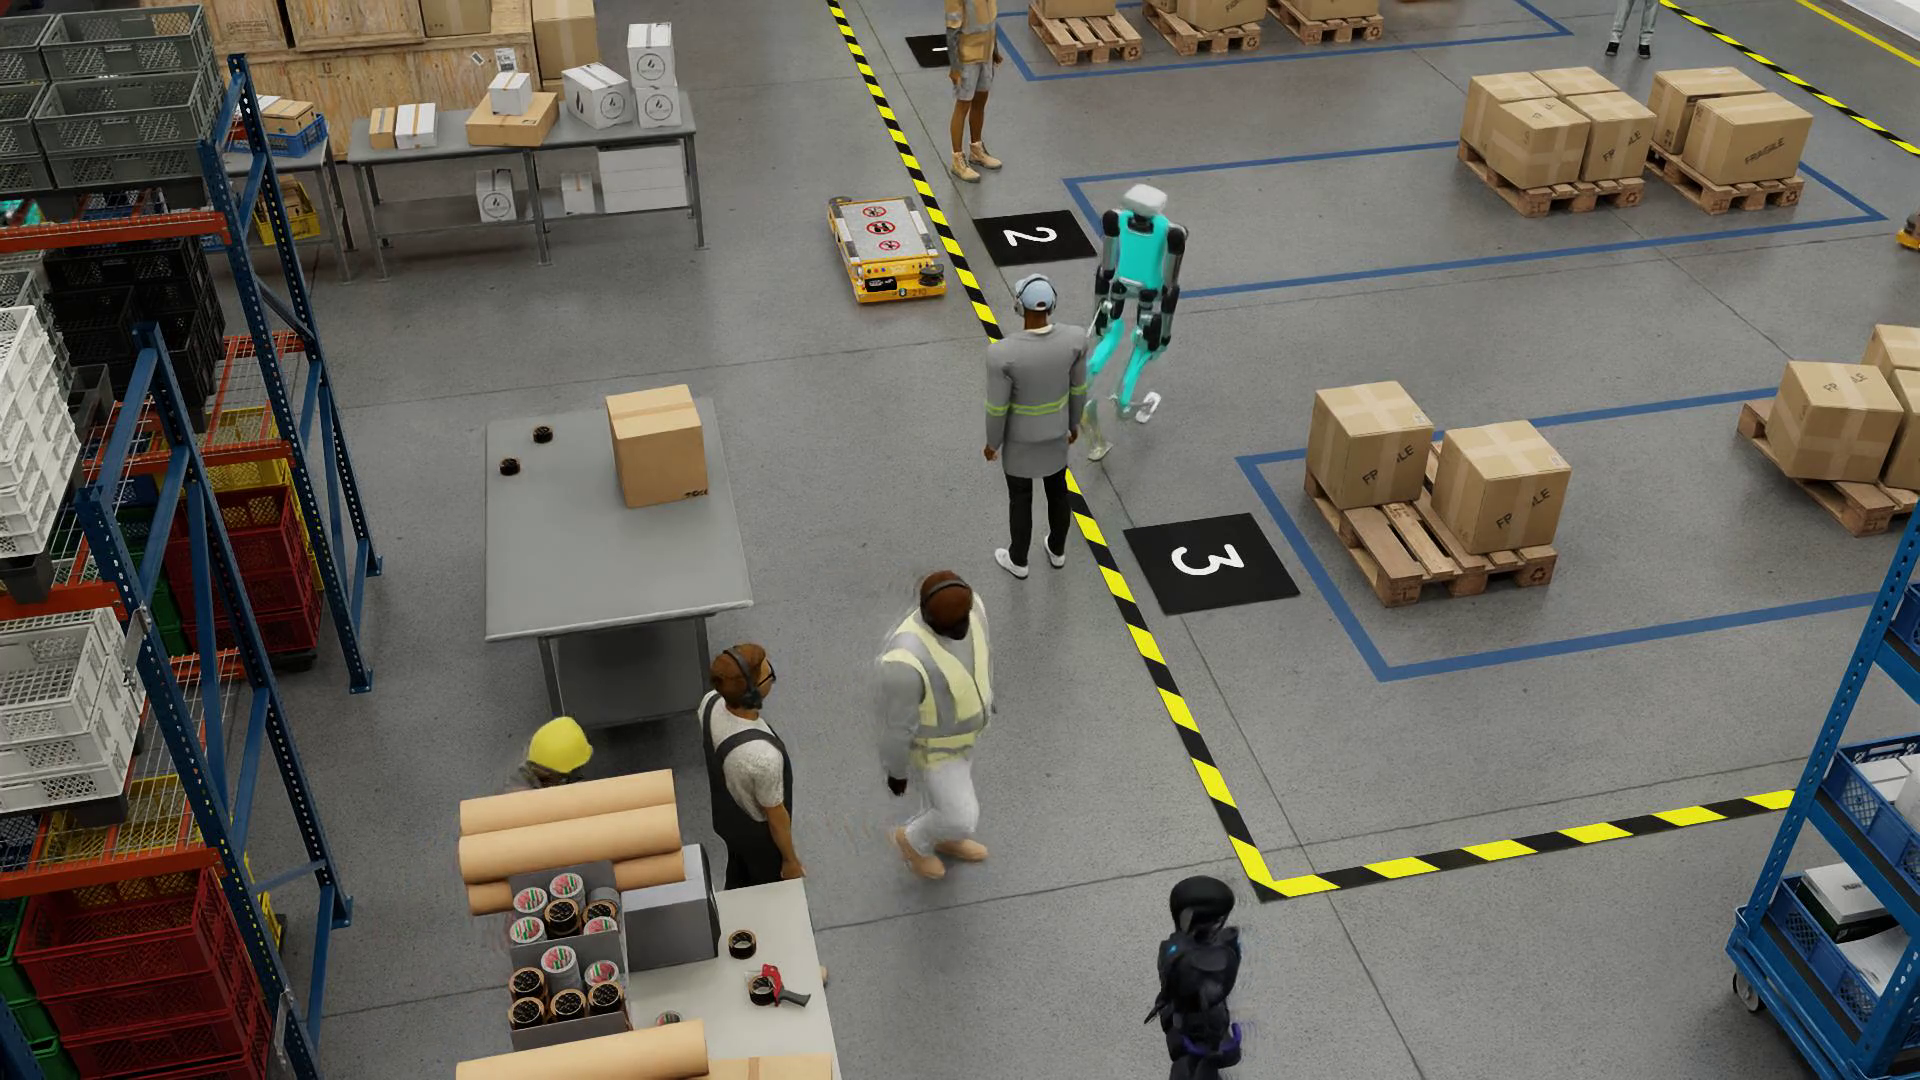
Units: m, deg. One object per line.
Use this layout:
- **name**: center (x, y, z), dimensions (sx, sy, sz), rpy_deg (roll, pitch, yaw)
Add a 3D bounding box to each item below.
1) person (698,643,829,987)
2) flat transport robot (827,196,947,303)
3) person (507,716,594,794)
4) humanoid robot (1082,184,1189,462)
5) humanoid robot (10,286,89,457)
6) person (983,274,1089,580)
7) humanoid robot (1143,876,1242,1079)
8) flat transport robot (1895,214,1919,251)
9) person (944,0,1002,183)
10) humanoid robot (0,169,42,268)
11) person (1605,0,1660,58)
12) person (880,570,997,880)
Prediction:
- **person**: center (-0.809, 1.151, 6.685), dimensions (0.346, 1.846, 0.505), rpy_deg (-26, 44, -30)
- **flat transport robot**: center (-0.570, -2.220, 12.538), dimensions (0.659, 0.231, 1.431), rpy_deg (-8, 37, -10)
- **person**: center (-1.451, 1.405, 6.439), dimensions (0.548, 1.722, 0.707), rpy_deg (17, 40, 21)
- **humanoid robot**: center (0.972, -1.229, 9.973), dimensions (0.543, 1.731, 1.033), rpy_deg (19, 41, 24)
- **humanoid robot**: center (-5.312, -0.862, 9.534), dimensions (0.343, 1.650, 0.602), rpy_deg (-16, 40, -21)
- **person**: center (0.402, -0.596, 9.046), dimensions (0.589, 1.864, 0.425), rpy_deg (-13, 38, -16)
- **humanoid robot**: center (0.888, 1.802, 5.987), dimensions (0.734, 1.639, 0.612), rpy_deg (-4, 37, -5)
- **flat transport robot**: center (7.854, -2.139, 12.406), dimensions (0.652, 0.197, 1.431), rpy_deg (-23, 42, -27)
- **person**: center (0.132, -3.895, 13.306), dimensions (0.375, 2.041, 0.613), rpy_deg (25, 43, 29)
- **humanoid robot**: center (-5.850, -1.453, 10.296), dimensions (1.041, 1.742, 0.549), rpy_deg (-12, 38, -16)
- **person**: center (6.466, -5.438, 15.546), dimensions (0.599, 1.836, 0.404), rpy_deg (9, 38, 11)
- **person**: center (-0.051, 0.828, 7.151), dimensions (0.468, 1.810, 0.702), rpy_deg (18, 40, 23)
